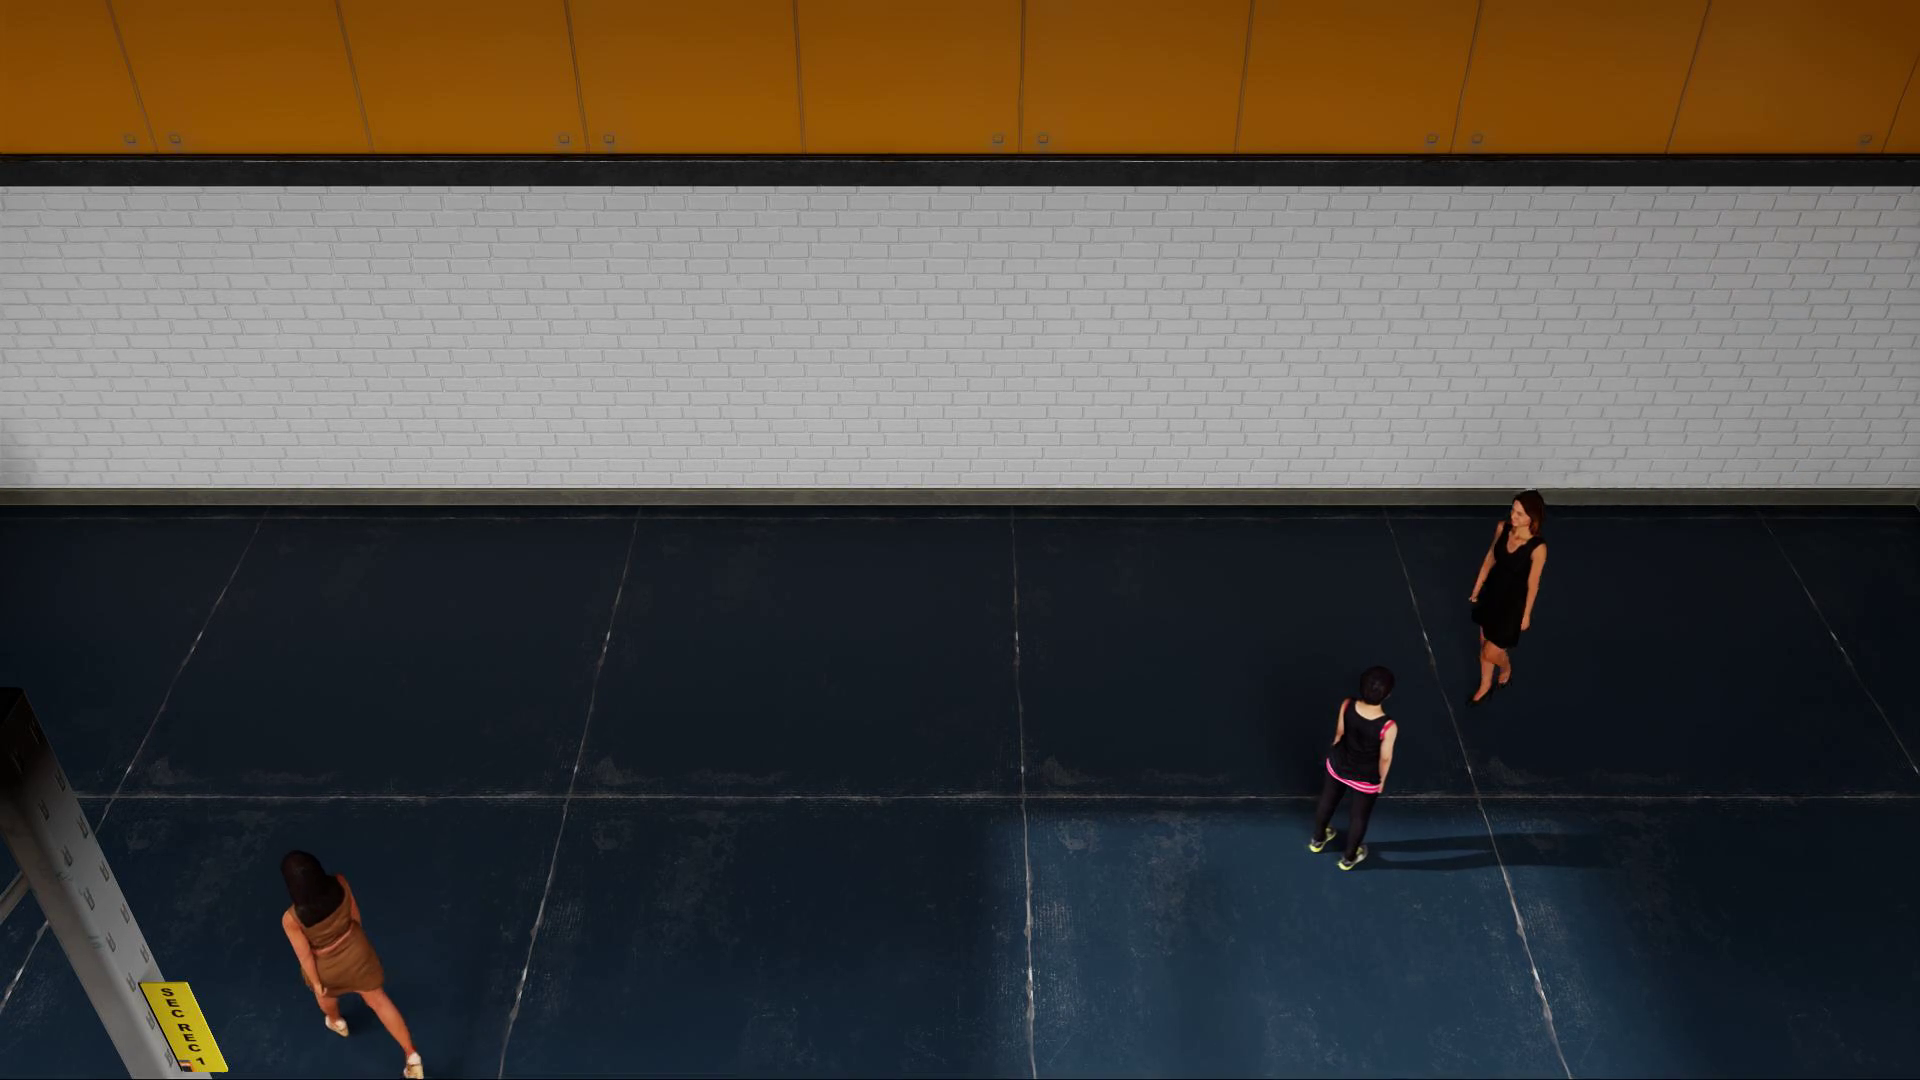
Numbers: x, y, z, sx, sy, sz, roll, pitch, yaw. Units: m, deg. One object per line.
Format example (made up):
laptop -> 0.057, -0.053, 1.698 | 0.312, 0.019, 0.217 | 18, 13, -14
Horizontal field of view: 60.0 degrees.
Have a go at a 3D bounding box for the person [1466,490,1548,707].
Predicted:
person -> 3.703, 0.411, 11.107 | 0.810, 1.825, 0.759 | -21, 43, -24

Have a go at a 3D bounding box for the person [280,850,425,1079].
person -> -3.260, 2.285, 8.897 | 1.068, 1.655, 1.075 | 27, 46, 29

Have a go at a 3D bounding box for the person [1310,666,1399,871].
person -> 2.403, 1.378, 10.118 | 0.623, 1.549, 0.671 | 27, 46, 30
